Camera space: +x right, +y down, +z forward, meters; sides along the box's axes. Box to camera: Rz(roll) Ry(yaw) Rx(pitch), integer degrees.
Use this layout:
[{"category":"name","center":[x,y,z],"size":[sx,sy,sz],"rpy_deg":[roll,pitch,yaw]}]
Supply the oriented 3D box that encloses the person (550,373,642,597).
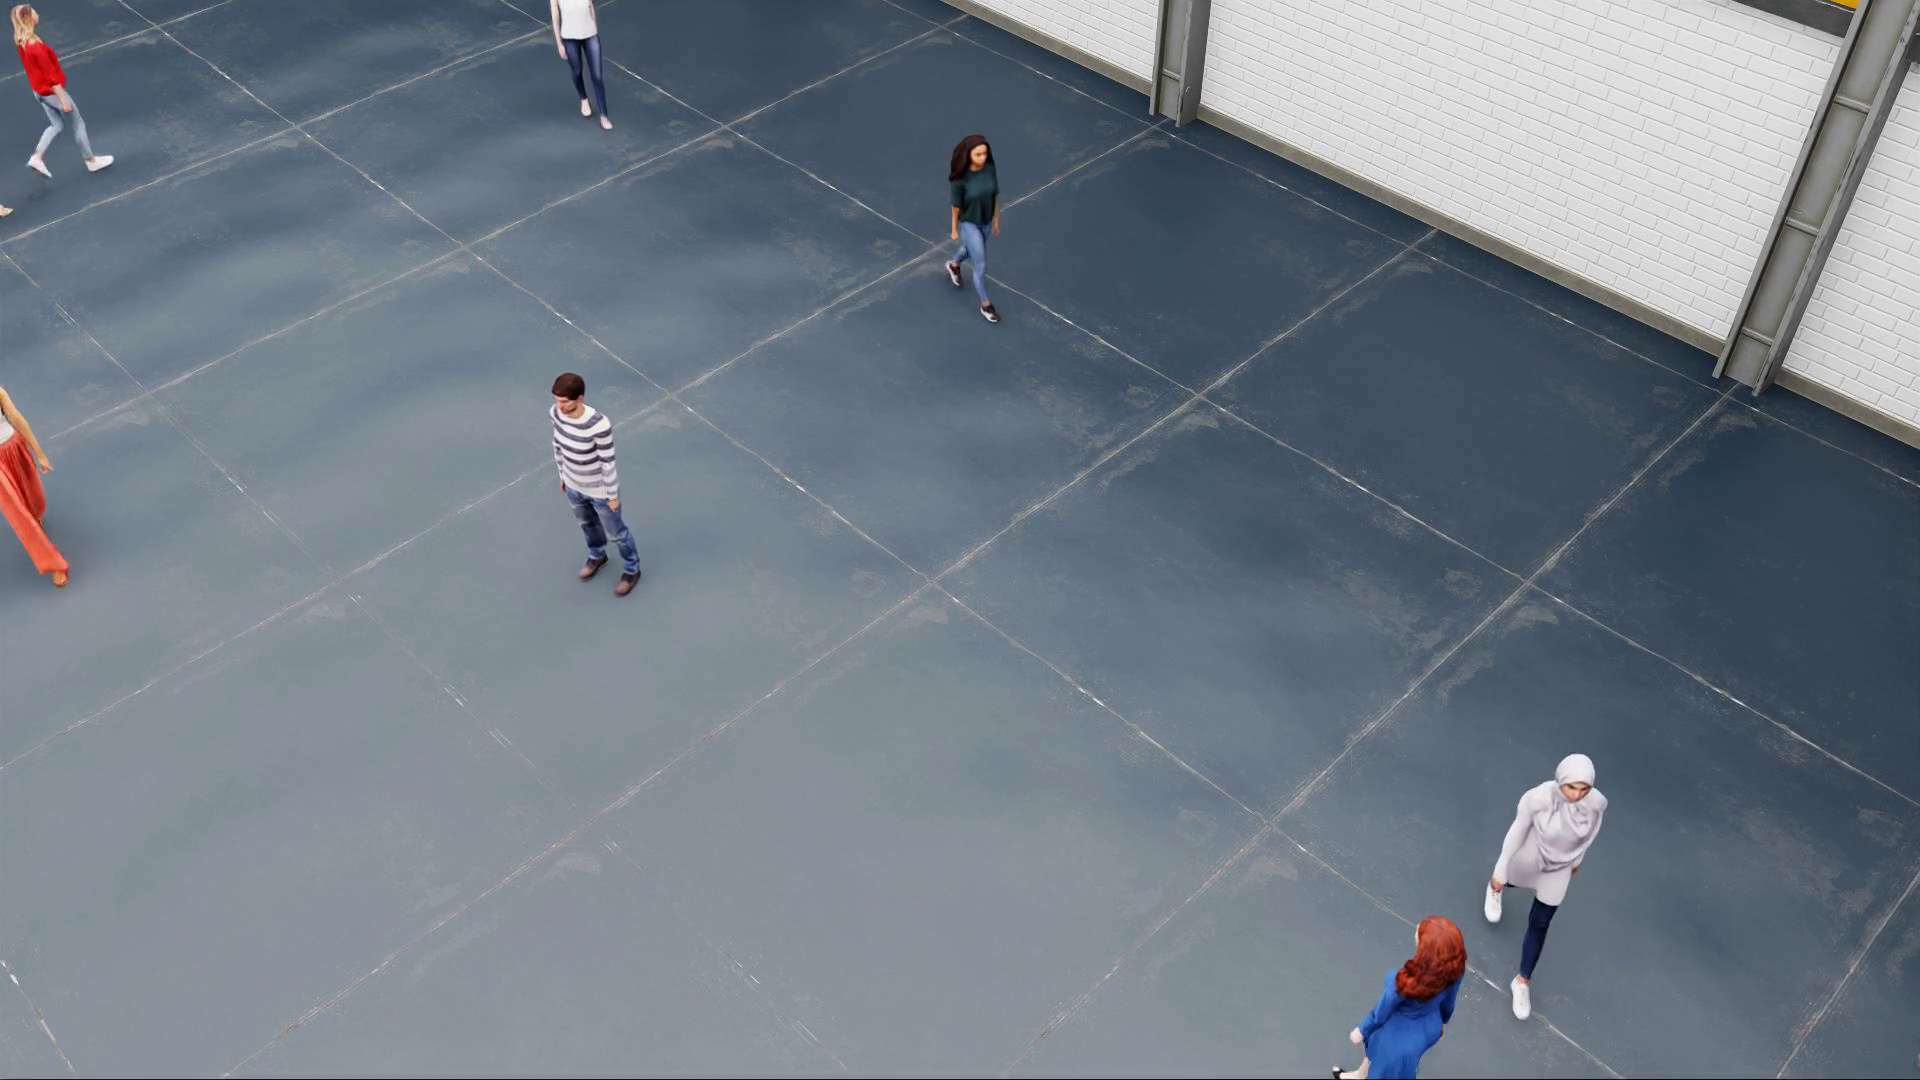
[{"category":"person","center":[-2.480,-0.402,11.231],"size":[0.561,1.845,0.751],"rpy_deg":[22,48,22]}]

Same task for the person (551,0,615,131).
[{"category":"person","center":[-3.691,-4.855,16.006],"size":[0.852,1.704,1.093],"rpy_deg":[-13,45,-14]}]

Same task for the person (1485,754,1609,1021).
[{"category":"person","center":[3.146,1.702,9.109],"size":[1.155,1.725,1.148],"rpy_deg":[5,44,5]}]

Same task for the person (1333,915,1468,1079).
[{"category":"person","center":[2.226,2.530,8.187],"size":[0.835,1.798,1.180],"rpy_deg":[-21,47,-21]}]

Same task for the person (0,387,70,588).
[{"category":"person","center":[-6.622,-0.592,11.496],"size":[0.745,1.754,1.275],"rpy_deg":[-29,51,-27]}]

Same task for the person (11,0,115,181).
[{"category":"person","center":[-8.345,-4.032,15.156],"size":[0.928,1.685,0.744],"rpy_deg":[29,51,27]}]

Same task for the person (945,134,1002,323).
[{"category":"person","center":[0.086,-2.655,13.787],"size":[0.732,1.581,1.122],"rpy_deg":[-25,49,-24]}]
